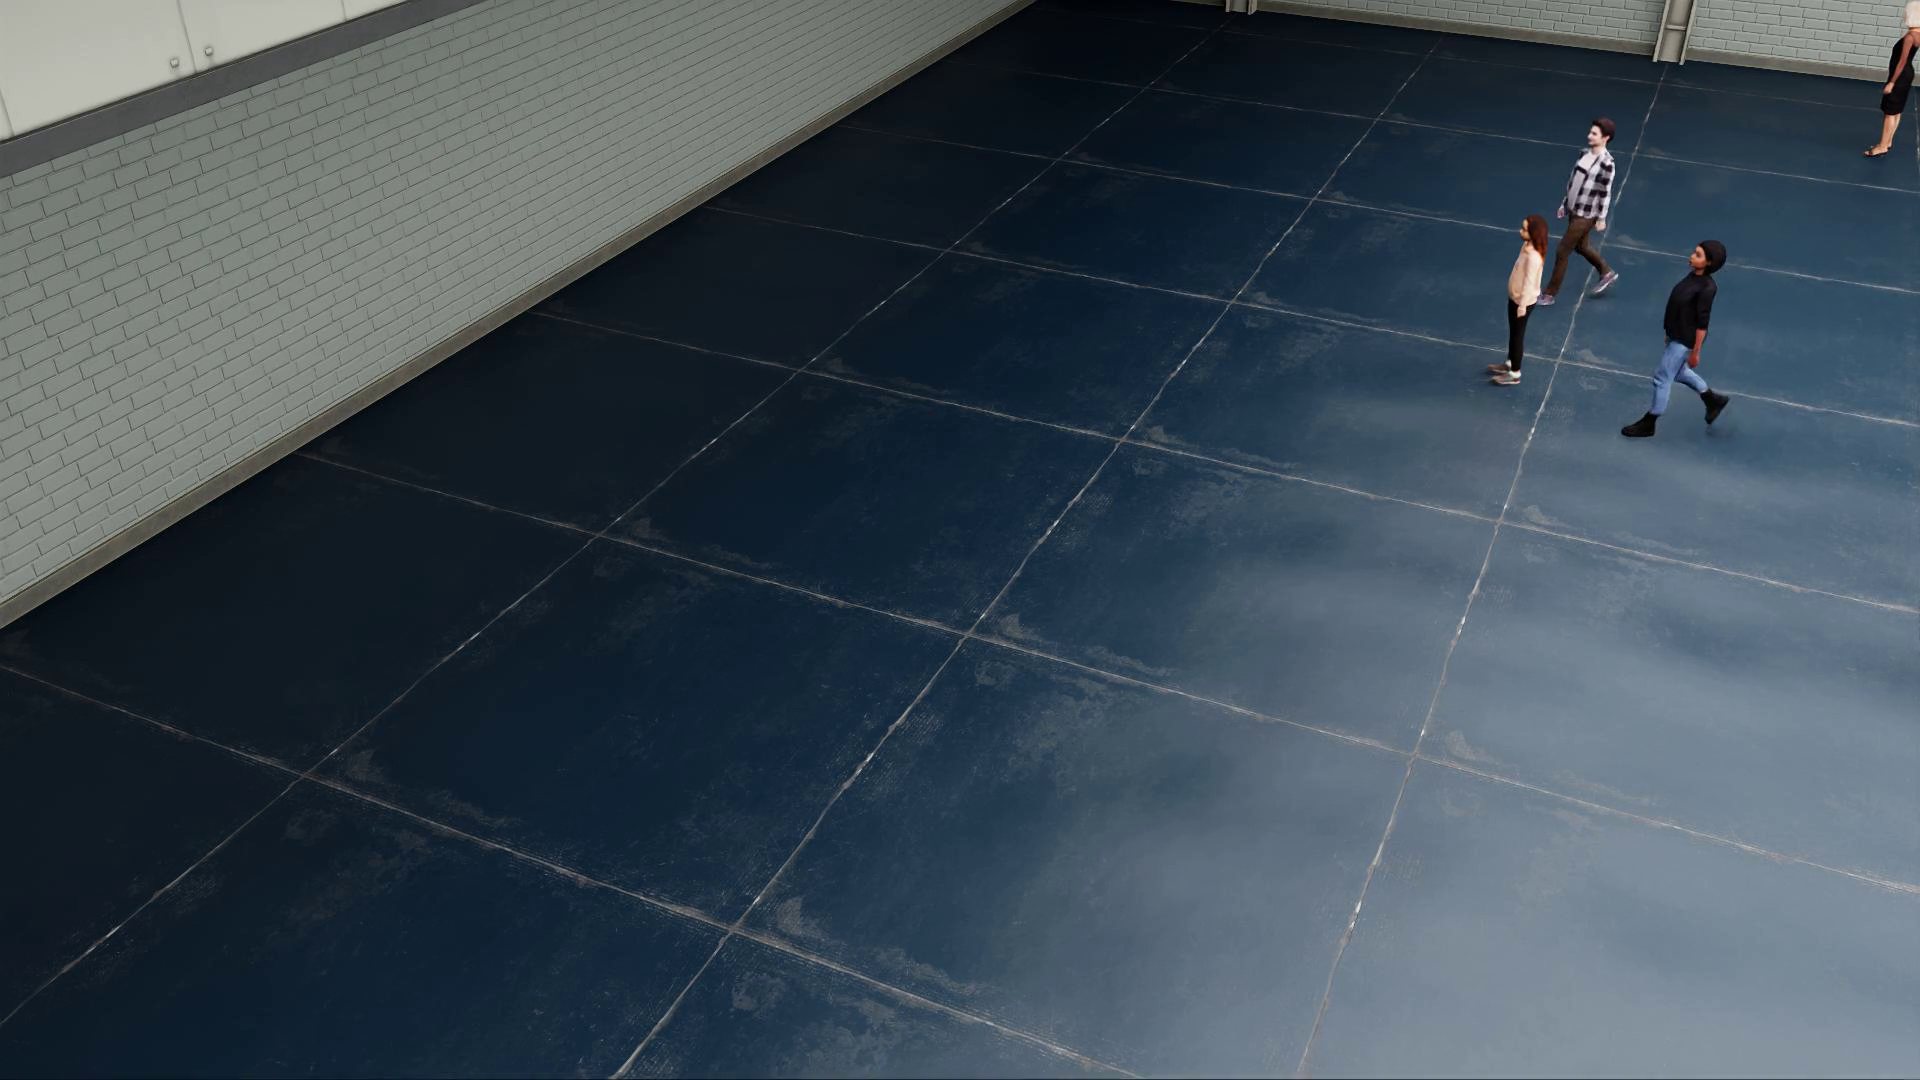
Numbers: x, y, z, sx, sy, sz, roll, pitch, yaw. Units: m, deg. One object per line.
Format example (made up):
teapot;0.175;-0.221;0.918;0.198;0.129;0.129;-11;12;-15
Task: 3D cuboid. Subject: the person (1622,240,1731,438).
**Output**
person;5.788;-1.561;13.123;1.104;1.671;0.810;2;32;3

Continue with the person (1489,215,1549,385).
person;4.756;-2.043;14.062;0.601;1.484;0.622;3;32;5

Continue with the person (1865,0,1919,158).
person;10.658;-5.213;18.846;0.624;1.743;0.658;28;41;36

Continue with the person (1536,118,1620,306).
person;5.817;-3.020;15.337;1.233;1.777;1.063;-6;33;-9
